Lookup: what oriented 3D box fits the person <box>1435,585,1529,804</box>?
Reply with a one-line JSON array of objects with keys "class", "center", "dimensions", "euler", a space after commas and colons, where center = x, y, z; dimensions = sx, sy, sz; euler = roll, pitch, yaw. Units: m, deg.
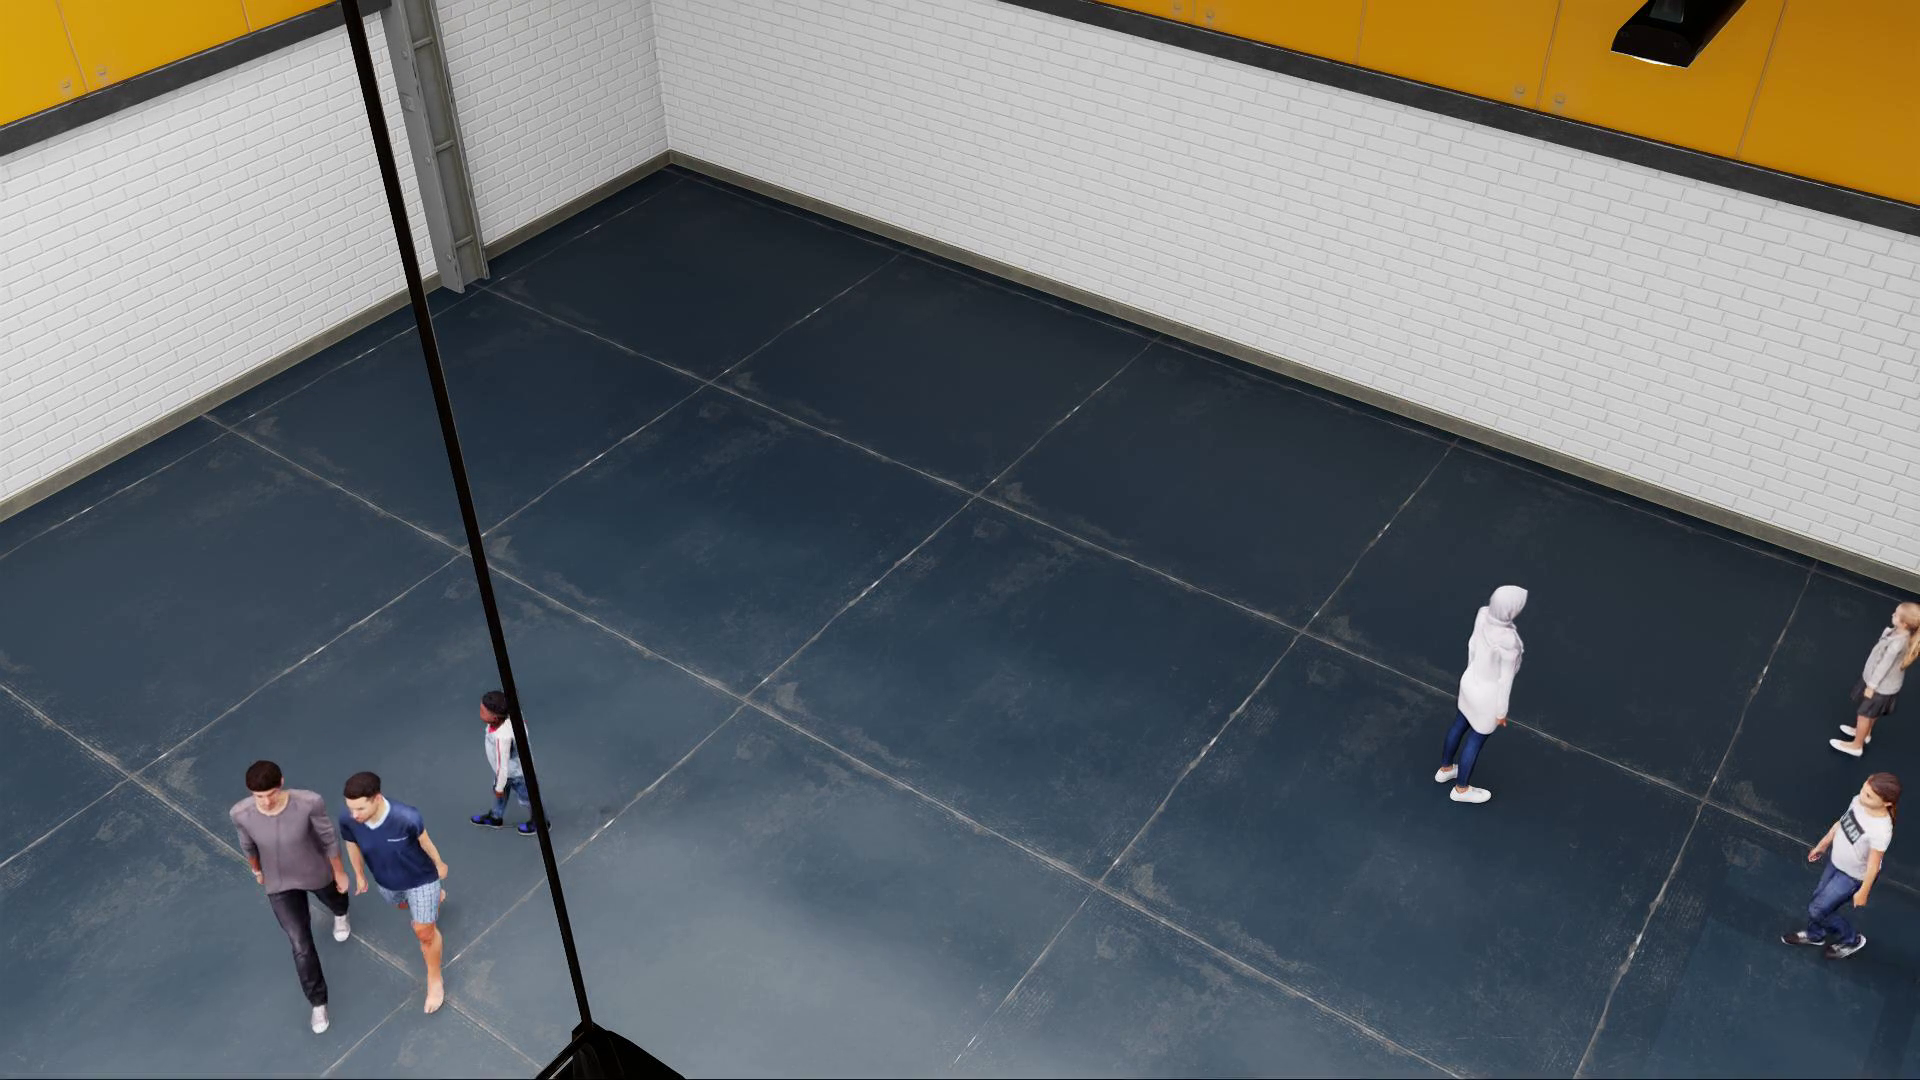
[{"class": "person", "center": [3.410, 0.988, 10.851], "dimensions": [0.743, 1.775, 0.694], "euler": [-8, 39, -10]}]

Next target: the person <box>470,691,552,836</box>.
[{"class": "person", "center": [-2.826, 1.441, 10.708], "dimensions": [0.814, 1.246, 0.741], "euler": [-8, 39, -10]}]

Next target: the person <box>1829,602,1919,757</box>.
[{"class": "person", "center": [6.291, 0.935, 11.320], "dimensions": [0.588, 1.272, 0.476], "euler": [31, 48, 32]}]

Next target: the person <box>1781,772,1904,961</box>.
[{"class": "person", "center": [5.347, 1.939, 9.844], "dimensions": [0.752, 1.545, 0.701], "euler": [5, 39, 6]}]

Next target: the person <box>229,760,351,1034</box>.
[{"class": "person", "center": [-3.834, 1.879, 9.716], "dimensions": [1.219, 1.799, 1.195], "euler": [-11, 40, -13]}]

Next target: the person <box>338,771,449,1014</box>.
[{"class": "person", "center": [-3.241, 1.882, 9.708], "dimensions": [1.014, 1.805, 1.188], "euler": [4, 39, 5]}]
